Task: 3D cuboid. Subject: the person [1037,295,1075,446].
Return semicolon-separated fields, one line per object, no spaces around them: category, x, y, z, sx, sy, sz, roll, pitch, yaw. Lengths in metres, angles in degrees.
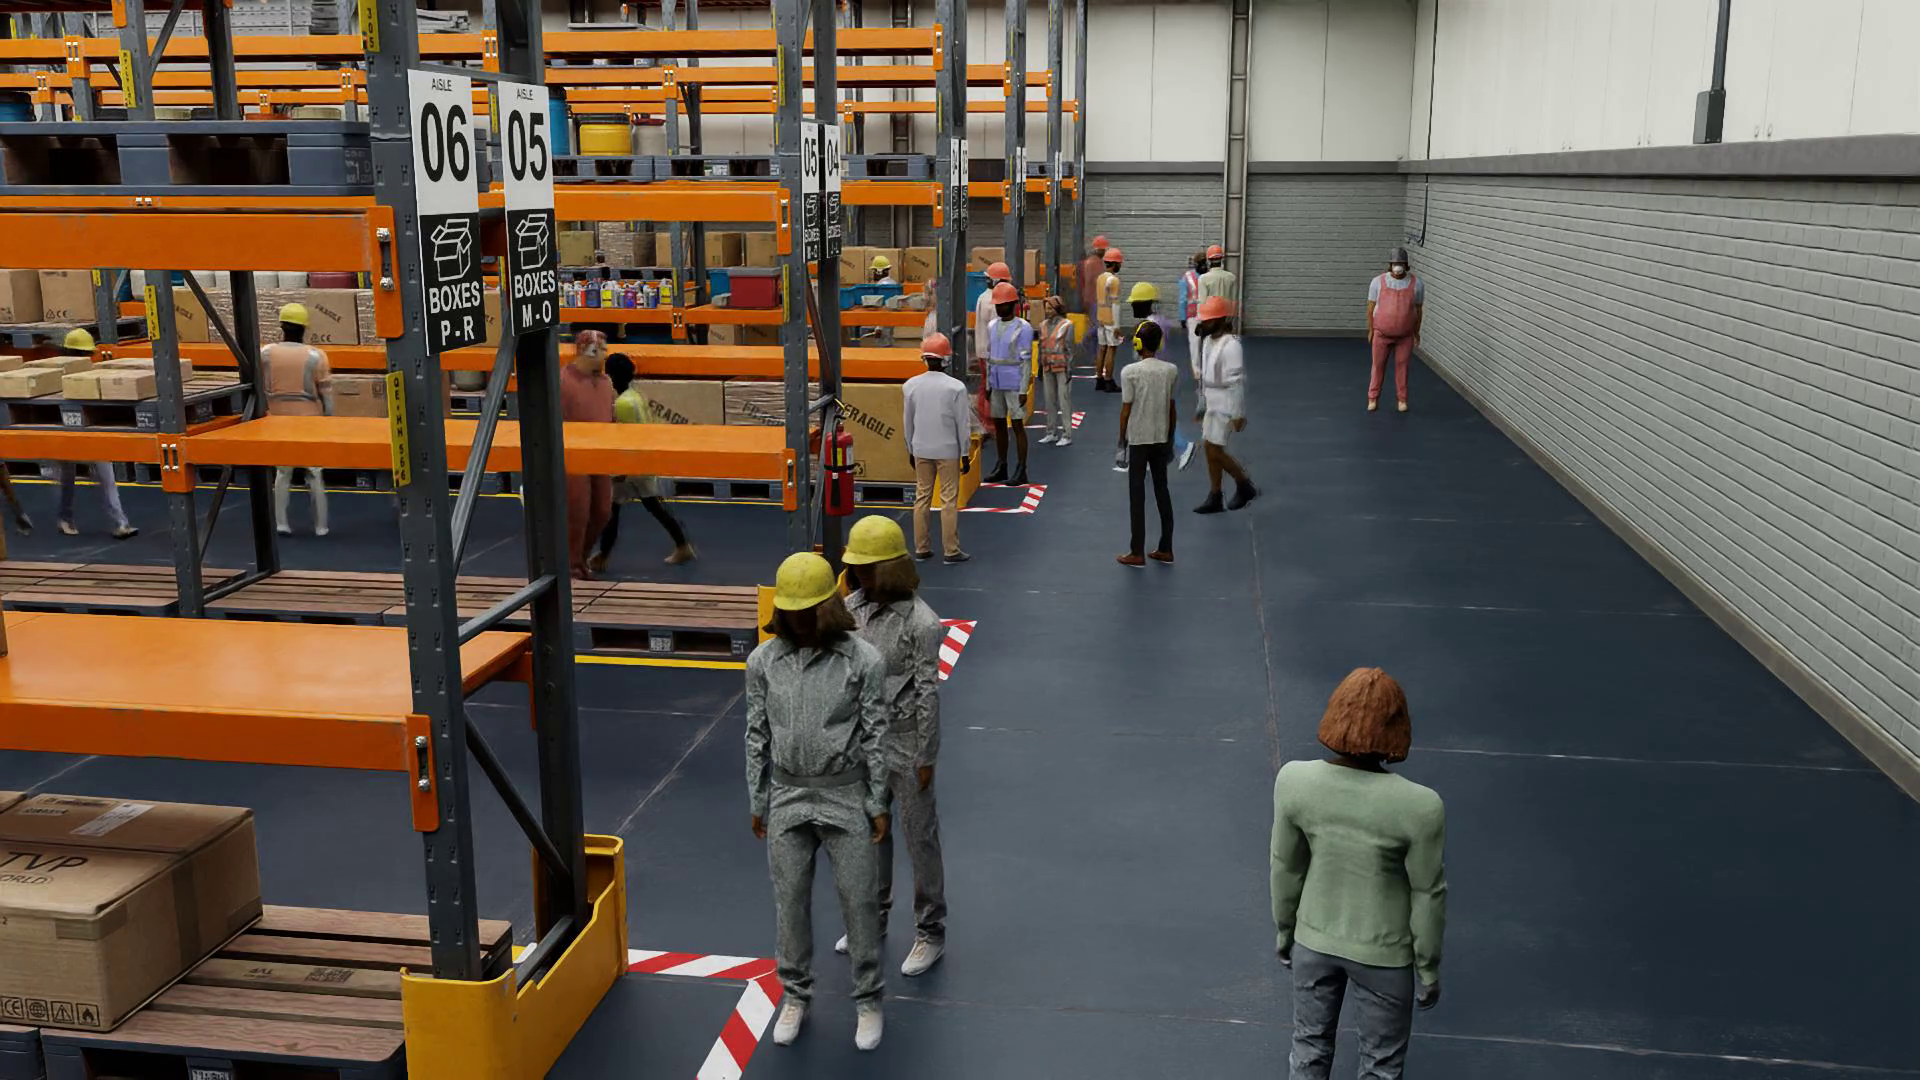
person;1.052;-1.845;18.139;0.314;1.630;0.528;-11;17;-41

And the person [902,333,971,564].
person;-0.162;-0.692;12.641;0.563;1.755;0.321;7;14;27

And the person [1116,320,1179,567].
person;1.418;-0.724;12.570;0.502;1.859;0.339;-6;14;-26

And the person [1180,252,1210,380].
person;3.454;-3.214;23.870;0.645;1.824;0.455;-3;13;-12

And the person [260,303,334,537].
person;-5.384;-0.957;13.503;0.605;1.906;0.392;-2;13;-8

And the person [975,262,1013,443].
person;0.375;-2.050;18.275;0.410;1.980;0.627;-4;13;-17

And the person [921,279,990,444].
person;-0.129;-1.858;17.726;0.965;1.845;0.704;-2;13;-10

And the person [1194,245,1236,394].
person;3.386;-2.923;22.181;0.623;1.988;0.393;-7;14;-29

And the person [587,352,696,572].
person;-2.414;-0.575;12.380;0.896;1.644;0.535;-1;13;-4

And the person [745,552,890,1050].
person;-0.482;0.881;5.602;0.494;1.730;0.324;2;13;8

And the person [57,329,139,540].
person;-7.082;-0.845;13.444;0.946;1.710;0.528;9;15;35

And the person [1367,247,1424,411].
person;5.405;-2.616;20.681;0.672;2.000;0.536;2;13;10

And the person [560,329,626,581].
person;-2.689;-0.561;11.821;0.591;1.870;0.690;7;14;28

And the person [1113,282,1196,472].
person;1.920;-1.578;16.324;0.724;1.903;0.590;2;13;10

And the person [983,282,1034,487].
person;0.431;-1.475;15.788;0.546;1.928;0.380;12;17;43

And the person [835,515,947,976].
person;-0.278;0.755;6.172;0.483;1.735;0.343;9;16;36

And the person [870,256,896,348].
person;-1.052;-2.946;22.647;0.403;1.830;0.599;3;13;12

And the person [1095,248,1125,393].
person;2.044;-2.965;22.494;0.366;1.936;0.547;-5;13;-22

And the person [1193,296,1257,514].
person;2.240;-1.154;14.366;0.520;1.913;0.589;-4;13;-17

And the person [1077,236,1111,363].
person;2.132;-3.706;25.748;0.490;1.977;0.704;8;15;34

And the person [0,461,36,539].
person;-6.028;-0.143;10.032;0.950;1.827;0.521;3;13;12

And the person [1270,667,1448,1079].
person;1.100;1.146;4.626;0.497;1.633;0.283;8;15;33
